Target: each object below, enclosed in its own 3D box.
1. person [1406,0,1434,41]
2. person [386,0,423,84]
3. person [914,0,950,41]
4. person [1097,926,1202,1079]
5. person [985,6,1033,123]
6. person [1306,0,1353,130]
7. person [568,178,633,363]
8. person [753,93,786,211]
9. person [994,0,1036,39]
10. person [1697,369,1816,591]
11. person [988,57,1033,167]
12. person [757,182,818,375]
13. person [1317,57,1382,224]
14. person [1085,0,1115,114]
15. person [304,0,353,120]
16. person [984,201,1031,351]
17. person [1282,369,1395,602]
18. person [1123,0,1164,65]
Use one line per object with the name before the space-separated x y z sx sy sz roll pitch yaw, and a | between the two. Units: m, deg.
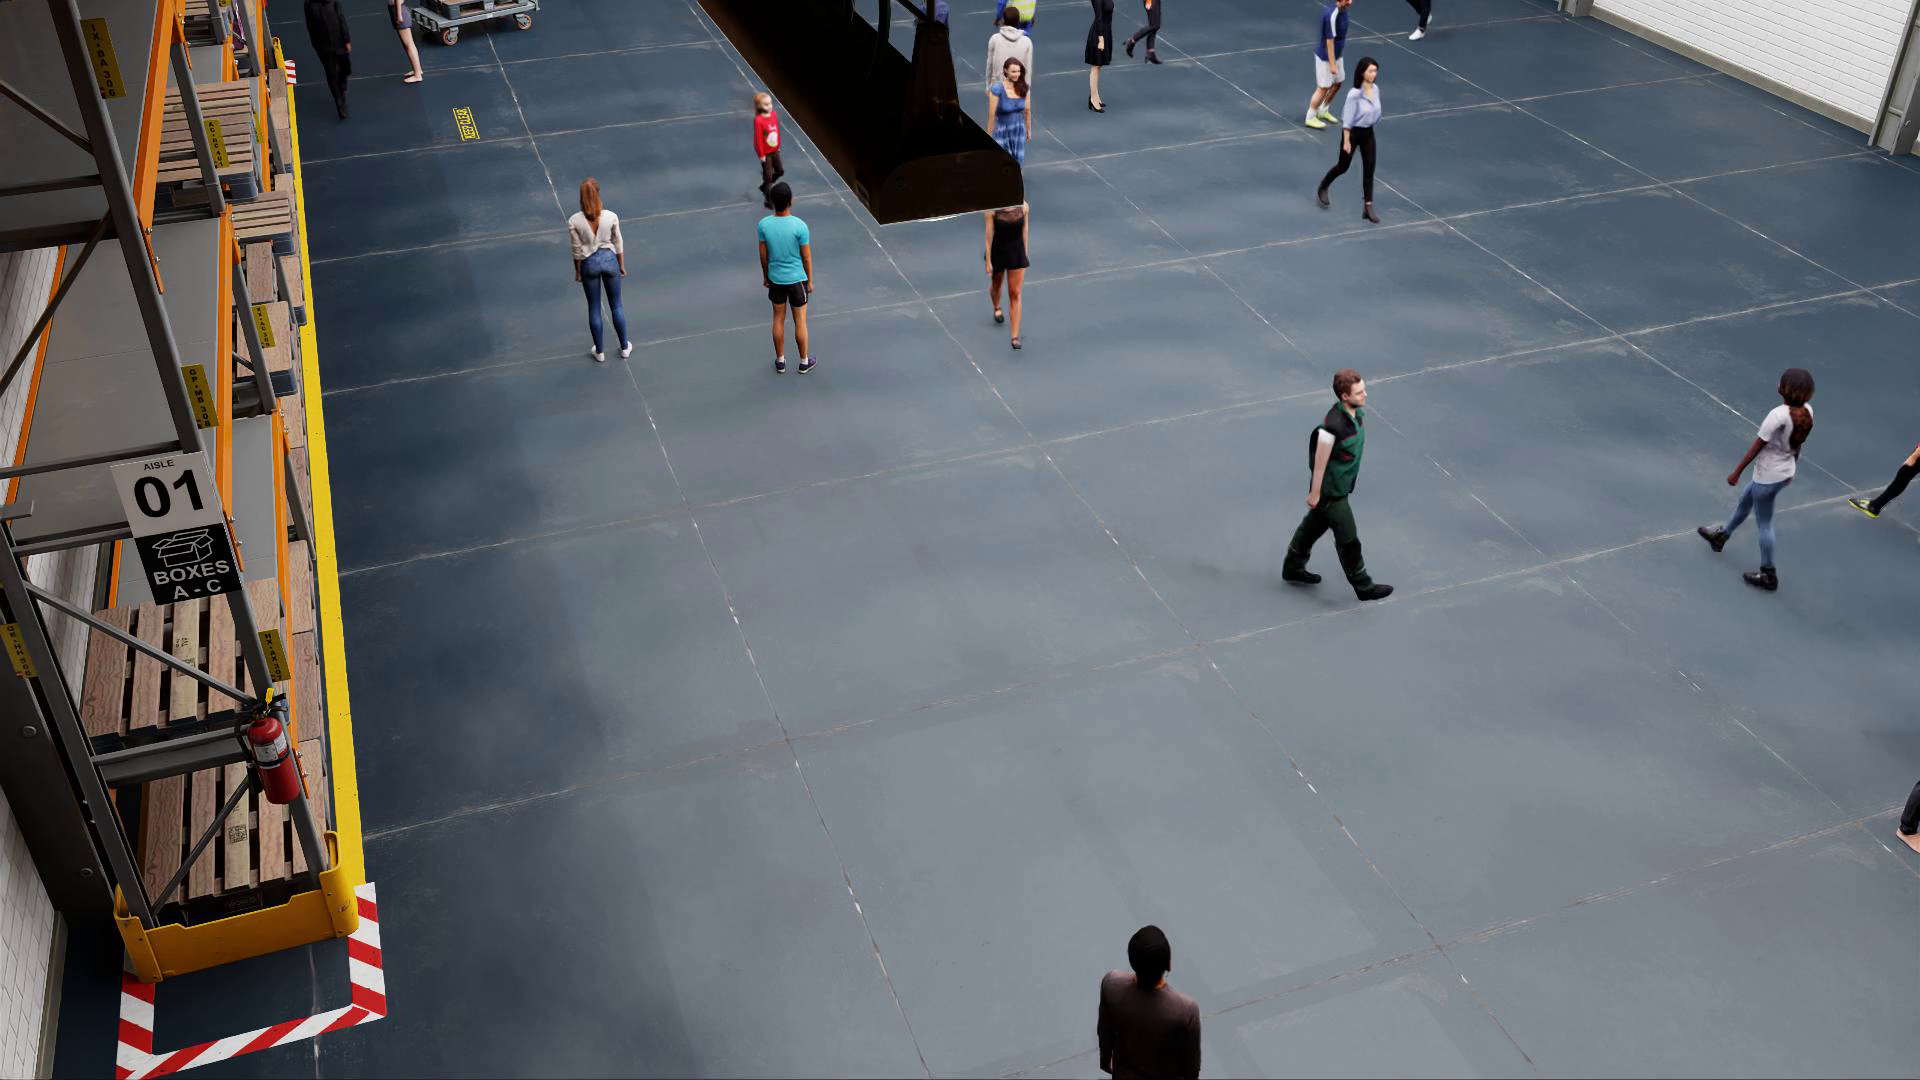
person | 6.570 -7.892 23.112 0.844 1.807 0.731 -18 38 -25
person | -7.251 -6.816 21.638 0.659 1.646 0.454 -9 35 -13
person | -0.270 -5.792 19.998 0.782 1.757 1.217 -18 37 -25
person | 0.814 2.476 7.558 0.958 1.758 0.991 9 35 13
person | 0.545 -5.061 18.835 0.776 1.826 1.207 -6 34 -9
person | 4.417 -5.822 20.017 0.879 1.785 0.832 11 35 15
person | -3.244 -2.435 14.981 0.620 1.719 0.524 -10 35 -14
person | -2.125 -4.248 18.112 0.692 1.273 0.628 23 40 30
person | 0.737 -6.680 21.290 0.794 1.807 0.815 -20 38 -27
person | 5.893 -0.403 11.947 0.749 1.694 1.061 -21 39 -28
person | 0.473 -4.226 17.609 0.747 1.794 0.772 -20 38 -27
person | -1.533 -2.310 14.742 0.689 1.776 0.687 5 34 8
person | 4.182 -4.296 17.796 0.789 1.703 1.160 -17 37 -24
person | 1.740 -6.223 20.656 0.754 1.747 0.660 6 34 9
person | -7.776 -6.160 20.551 0.708 1.758 1.100 -16 37 -22
person | 0.410 -2.651 15.394 0.731 1.622 1.180 -5 34 -8
person | 2.587 -0.402 11.848 1.145 1.803 1.084 14 36 20
person | 2.480 -7.199 22.134 0.916 1.736 0.864 12 35 18
